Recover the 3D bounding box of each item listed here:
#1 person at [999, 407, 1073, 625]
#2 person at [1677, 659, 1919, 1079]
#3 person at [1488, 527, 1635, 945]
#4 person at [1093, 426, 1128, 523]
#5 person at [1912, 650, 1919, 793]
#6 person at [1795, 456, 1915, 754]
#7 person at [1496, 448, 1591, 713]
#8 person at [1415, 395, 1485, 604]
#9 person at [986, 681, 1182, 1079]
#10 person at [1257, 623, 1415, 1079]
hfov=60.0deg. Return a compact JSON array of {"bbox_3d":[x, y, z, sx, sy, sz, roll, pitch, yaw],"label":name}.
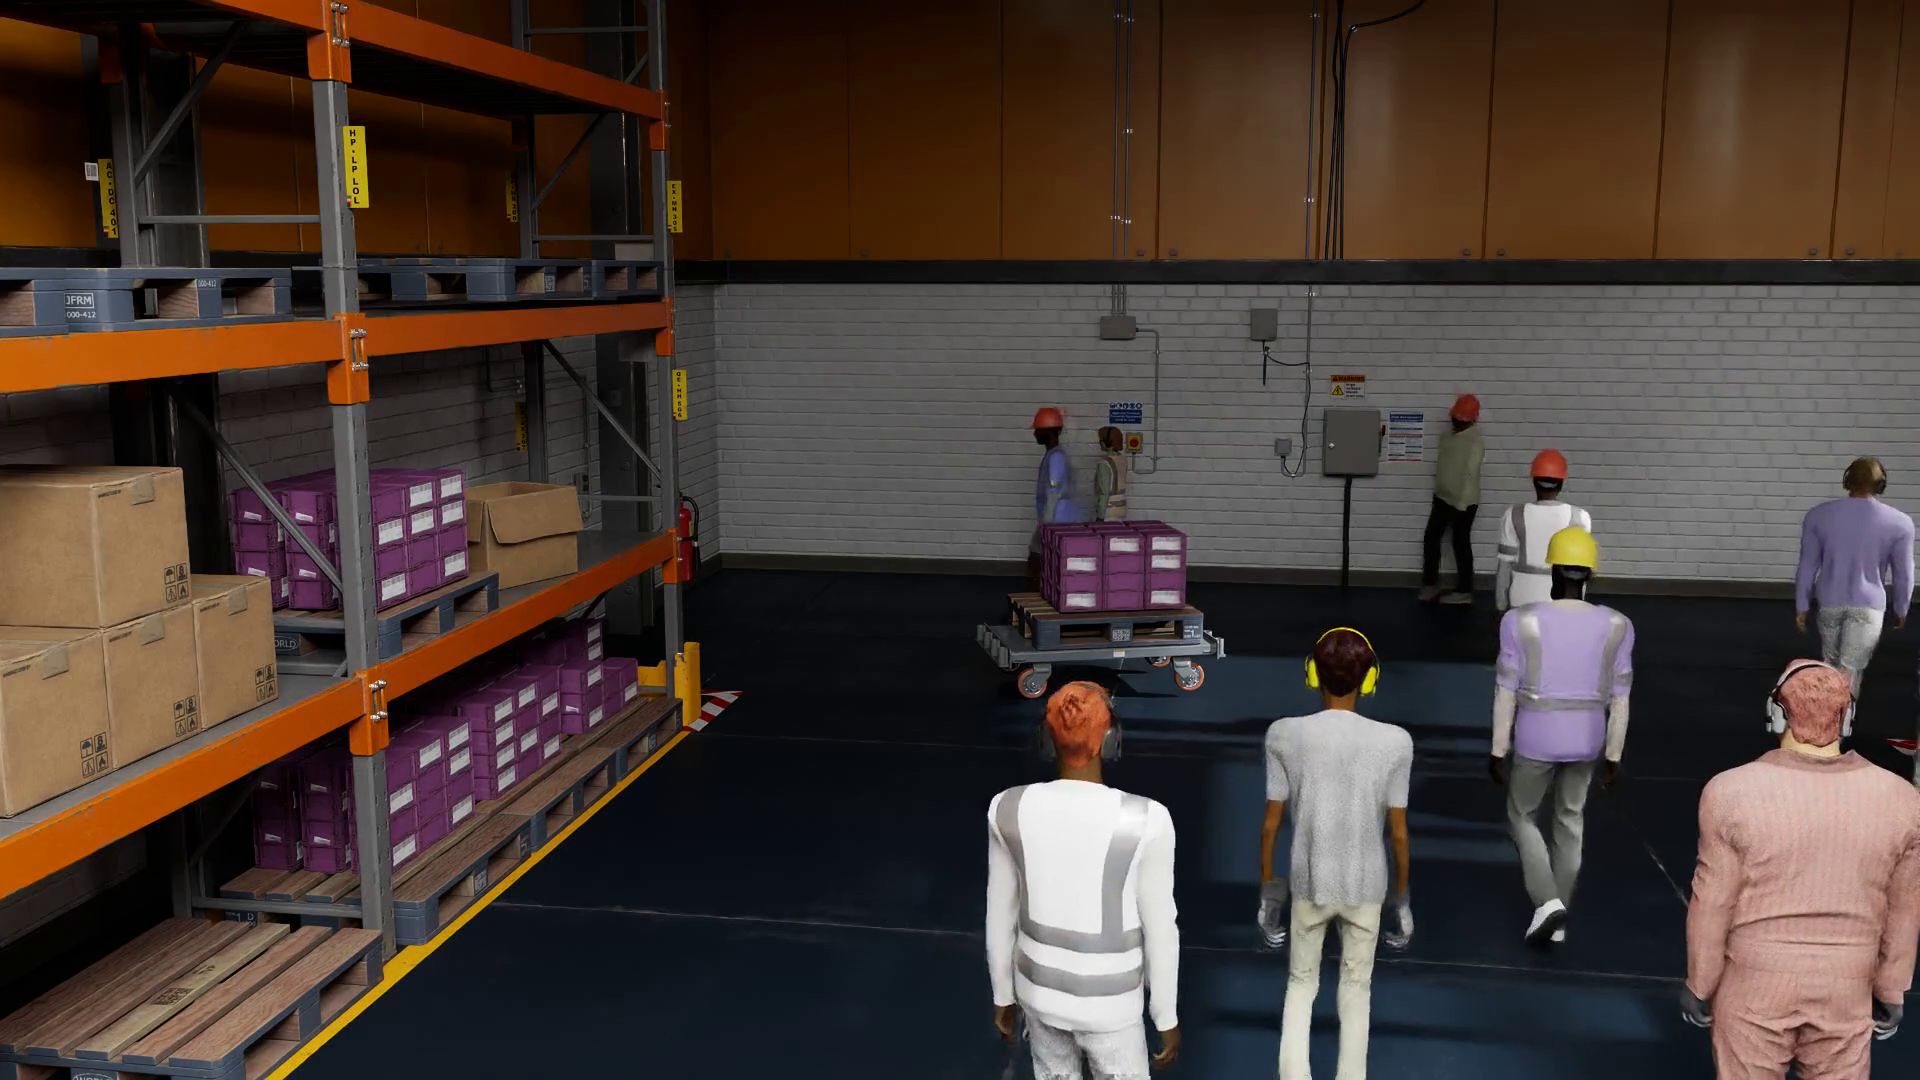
[{"bbox_3d":[0.870,-0.186,14.125,0.999,1.894,0.559,0,9,-3],"label":"person"},{"bbox_3d":[2.468,1.293,4.940,0.652,1.904,0.403,1,9,6],"label":"person"},{"bbox_3d":[2.665,0.895,7.378,0.602,1.907,0.487,1,9,3],"label":"person"},{"bbox_3d":[1.364,-0.216,15.059,0.307,1.642,0.514,4,10,25],"label":"person"},{"bbox_3d":[5.118,0.827,8.462,0.490,1.697,0.911,2,9,10],"label":"person"},{"bbox_3d":[5.607,0.414,10.457,0.632,1.887,1.054,8,12,40],"label":"person"},{"bbox_3d":[3.681,0.383,10.537,0.548,1.916,0.796,3,10,17],"label":"person"},{"bbox_3d":[4.440,-0.349,14.978,0.604,1.936,0.697,-5,10,-26],"label":"person"},{"bbox_3d":[0.320,1.338,4.776,0.599,1.865,0.548,5,10,26],"label":"person"},{"bbox_3d":[1.275,1.212,5.623,0.520,1.855,0.494,3,10,17],"label":"person"}]
